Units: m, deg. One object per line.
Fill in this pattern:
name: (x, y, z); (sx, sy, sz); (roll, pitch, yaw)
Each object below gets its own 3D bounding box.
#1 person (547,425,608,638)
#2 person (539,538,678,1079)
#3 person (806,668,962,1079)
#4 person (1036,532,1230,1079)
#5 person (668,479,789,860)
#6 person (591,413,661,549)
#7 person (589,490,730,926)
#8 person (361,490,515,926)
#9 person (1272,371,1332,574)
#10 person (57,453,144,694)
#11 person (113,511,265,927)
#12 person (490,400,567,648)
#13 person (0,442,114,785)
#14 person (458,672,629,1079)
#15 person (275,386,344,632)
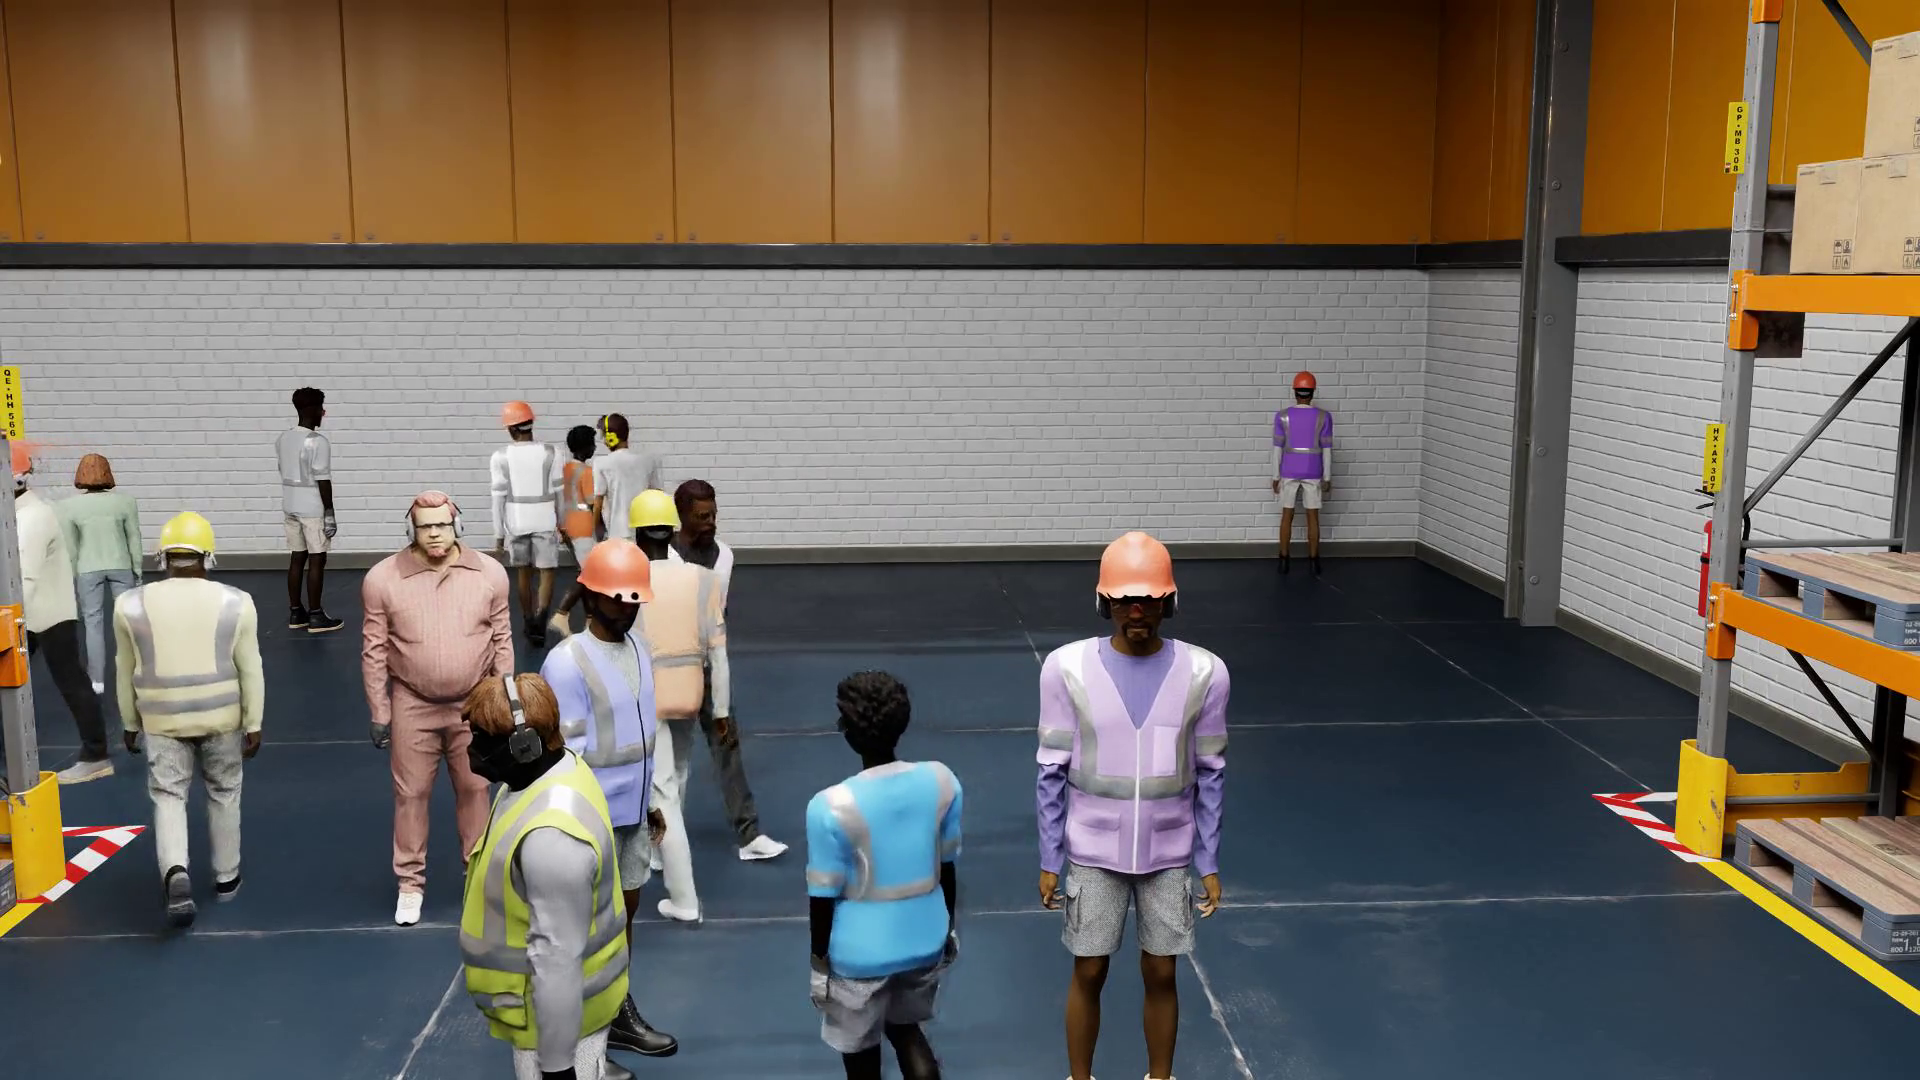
person: (-2.982, -0.061, 12.966); (0.598, 1.676, 0.549); (-6, 11, -32)
person: (-1.211, 0.947, 5.857); (0.376, 1.931, 0.542); (4, 10, 23)
person: (-0.218, 1.211, 4.932); (0.547, 1.685, 0.402); (-7, 11, -36)
person: (0.545, 0.984, 5.275); (0.608, 2.044, 0.370); (0, 9, -1)
person: (-1.290, 0.629, 8.075); (0.994, 1.857, 0.575); (8, 12, 42)
person: (-2.395, -0.019, 12.281); (0.656, 1.838, 0.367); (-5, 10, -27)
person: (-1.383, 0.716, 7.480); (0.599, 1.874, 0.965); (-7, 11, -37)
person: (-2.272, 0.728, 7.311); (0.644, 1.907, 0.400); (-4, 10, -24)
person: (3.246, -0.637, 15.804); (0.556, 1.929, 0.374); (2, 9, 15)
person: (-5.821, 0.227, 11.307); (0.498, 1.634, 0.280); (-6, 11, -31)
person: (-3.370, 0.780, 7.299); (0.603, 1.806, 0.727); (-4, 10, -21)
person: (-3.288, -0.124, 12.707); (0.556, 1.892, 0.853); (-1, 9, -9)
person: (-5.132, 0.432, 9.019); (0.615, 1.941, 0.974); (8, 12, 40)
person: (-1.092, 1.236, 4.393); (0.430, 1.829, 0.627); (-2, 9, -15)
person: (-5.187, -0.244, 13.264); (0.607, 1.958, 0.379); (6, 11, 34)
